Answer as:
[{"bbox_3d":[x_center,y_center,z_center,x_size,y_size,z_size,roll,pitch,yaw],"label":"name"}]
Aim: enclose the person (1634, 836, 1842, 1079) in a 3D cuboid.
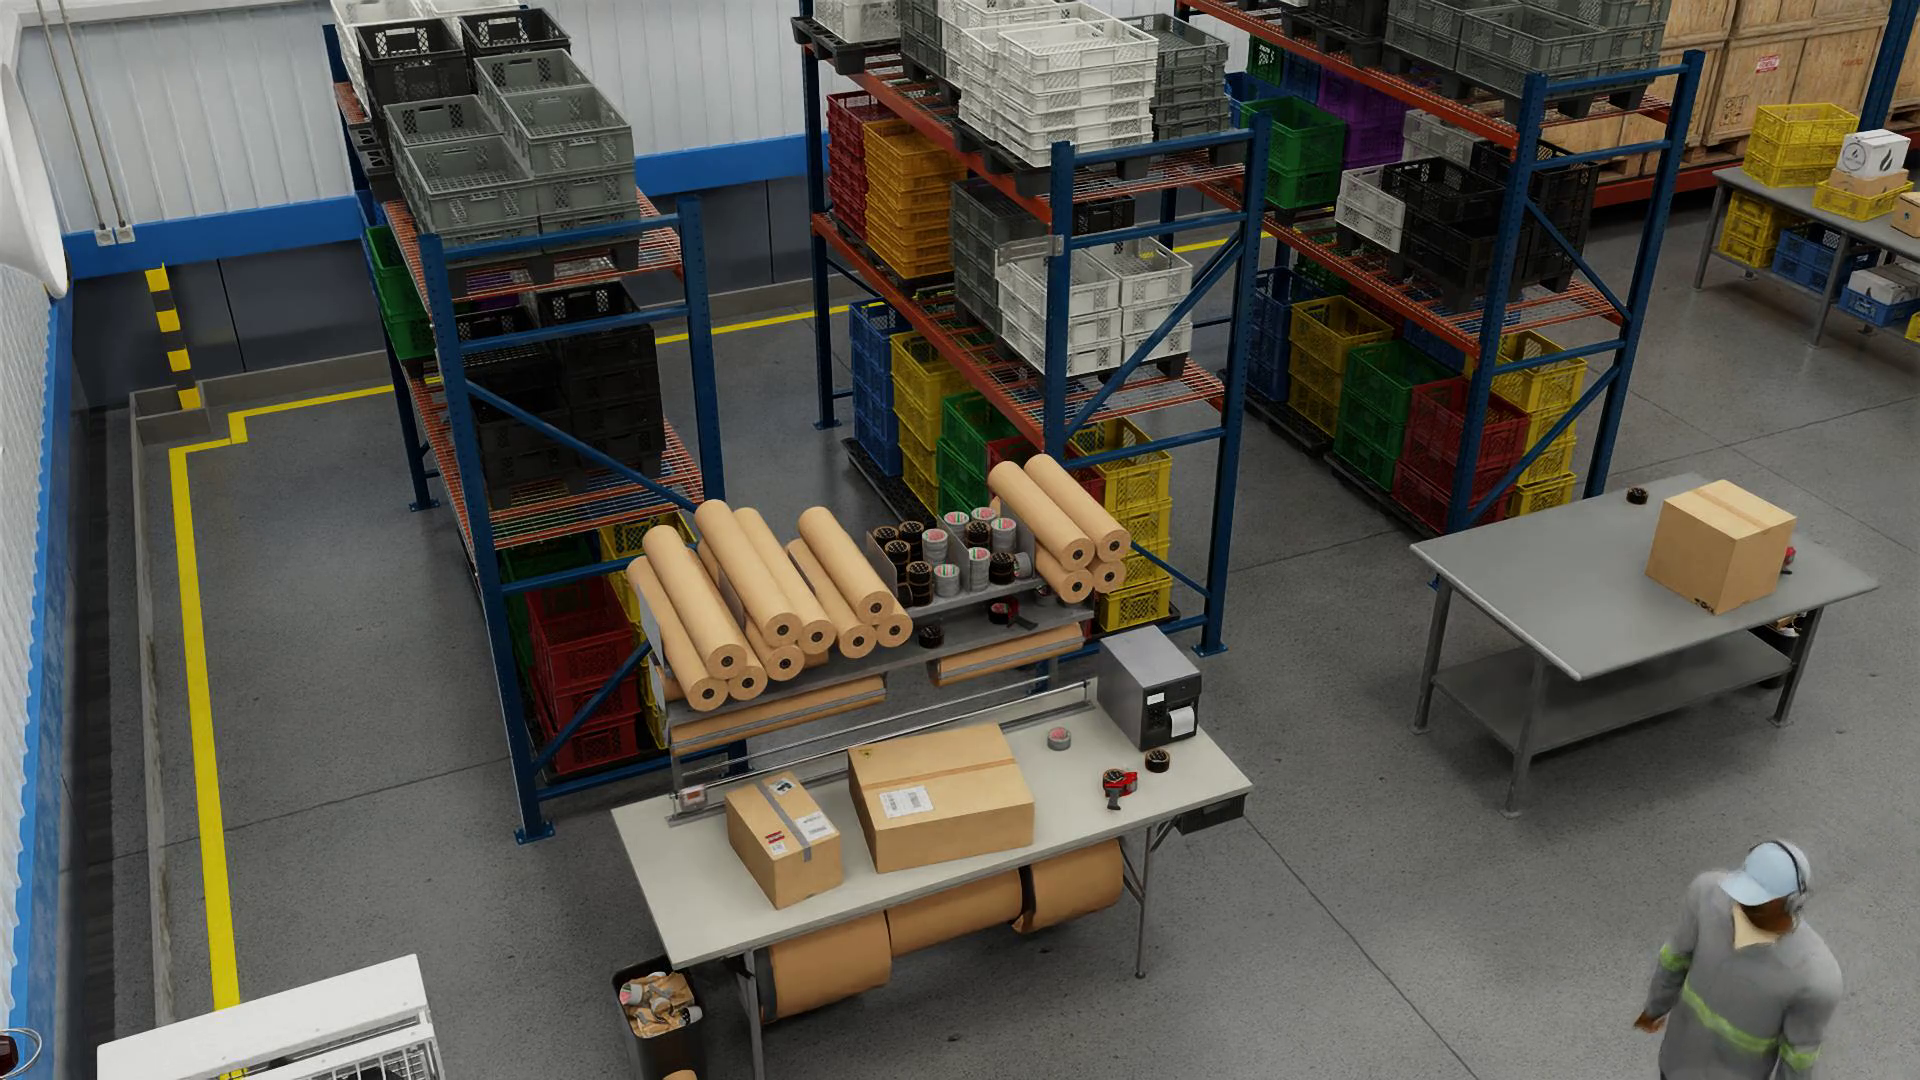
[{"bbox_3d":[2.584,1.722,5.681,0.433,1.855,0.594,-13,34,-20],"label":"person"}]
